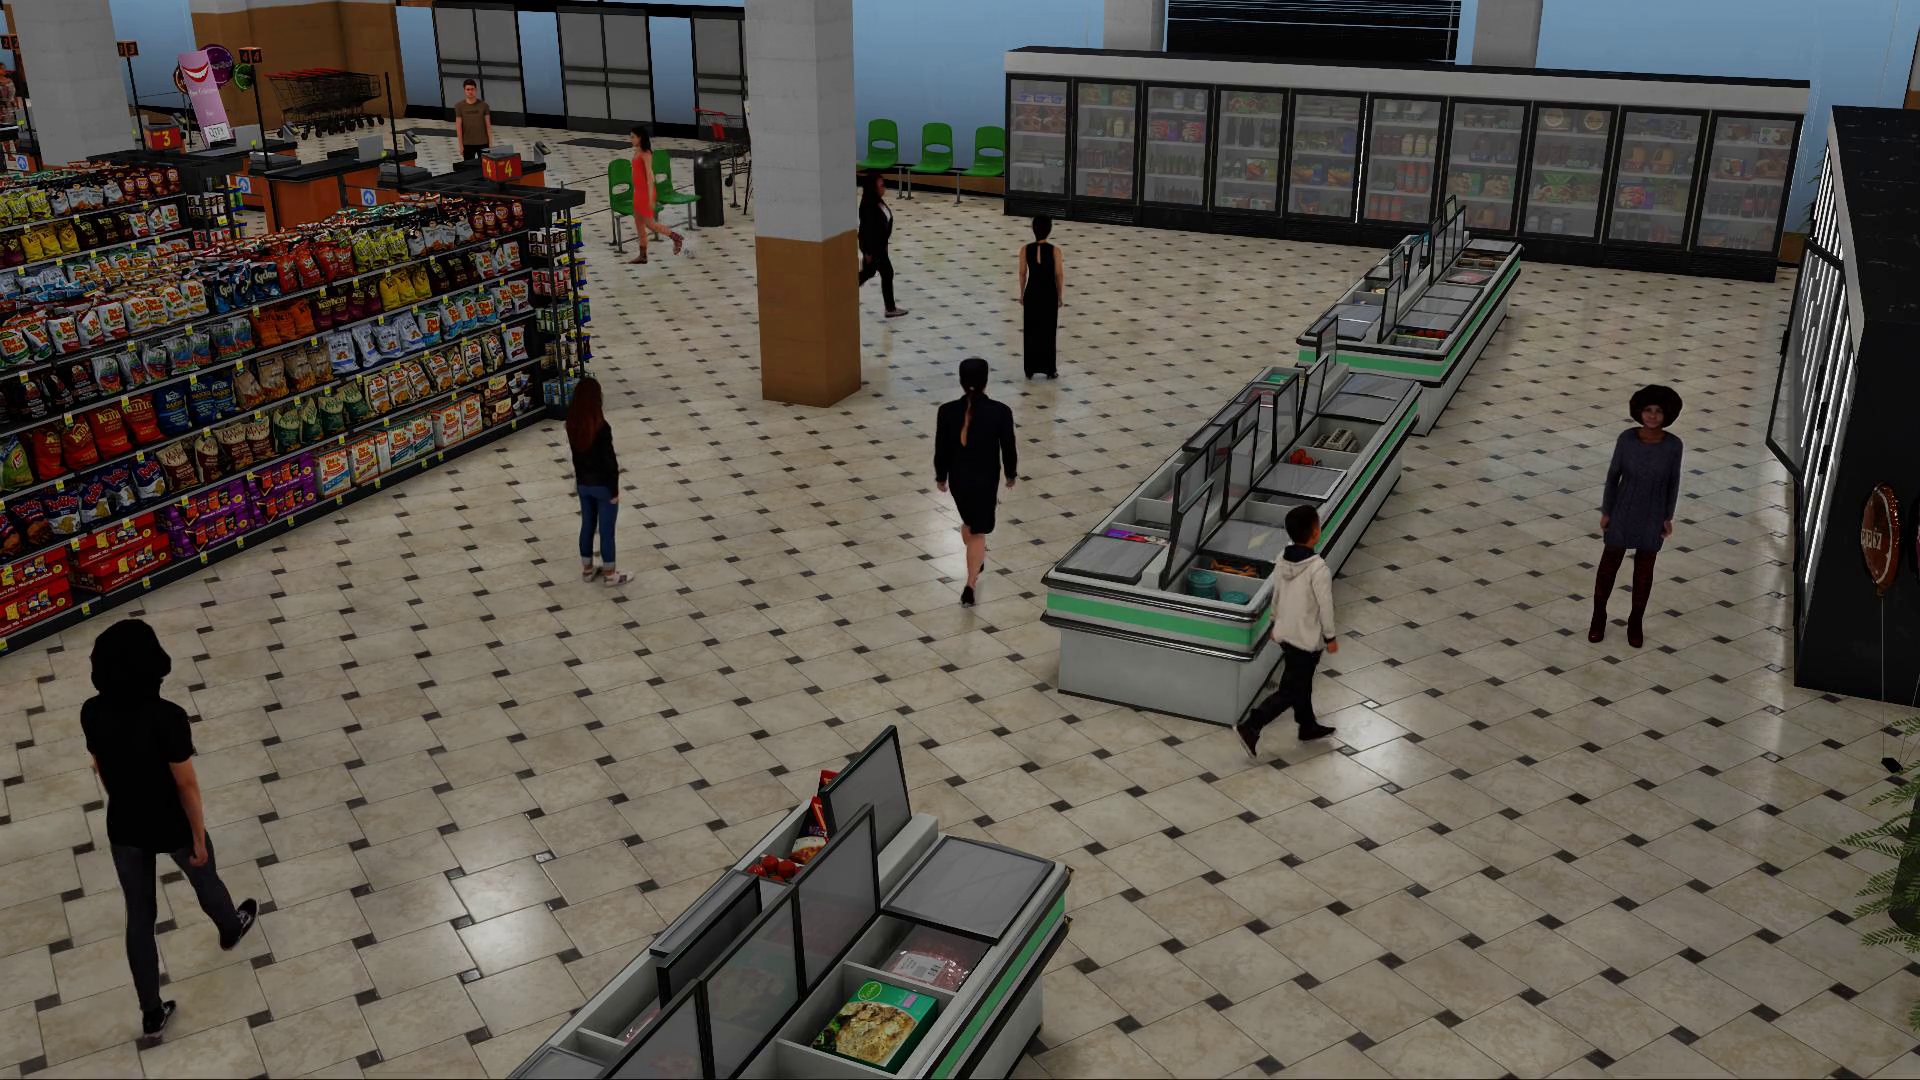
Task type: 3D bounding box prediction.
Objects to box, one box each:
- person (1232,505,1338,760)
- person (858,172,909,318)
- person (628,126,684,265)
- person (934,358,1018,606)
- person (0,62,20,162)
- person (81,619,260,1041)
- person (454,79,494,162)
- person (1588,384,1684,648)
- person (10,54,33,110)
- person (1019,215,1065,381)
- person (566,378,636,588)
[{"bbox_3d":[1.811,0.539,9.167,1.020,1.429,0.953,-7,23,-18],"label":"person"},{"bbox_3d":[-1.033,-3.233,18.337,1.008,1.590,1.097,-1,22,-2],"label":"person"},{"bbox_3d":[-3.878,-4.320,20.893,1.059,1.701,0.911,-13,25,-29],"label":"person"},{"bbox_3d":[0.092,-0.339,11.079,0.869,1.632,1.153,4,22,9],"label":"person"},{"bbox_3d":[-16.366,-7.382,28.592,0.738,1.645,0.507,7,23,16],"label":"person"},{"bbox_3d":[-3.416,1.235,6.941,0.956,1.797,1.216,0,22,1],"label":"person"},{"bbox_3d":[-7.117,-5.819,24.423,0.730,1.852,0.803,-9,24,-21],"label":"person"},{"bbox_3d":[4.278,-0.153,10.511,0.595,1.711,0.534,8,23,19],"label":"person"},{"bbox_3d":[-16.388,-7.666,29.223,0.692,1.701,0.522,5,22,12],"label":"person"},{"bbox_3d":[0.776,-2.344,16.109,0.629,1.603,0.589,5,22,12],"label":"person"},{"bbox_3d":[-2.506,-0.395,11.419,0.583,1.482,0.530,12,25,27],"label":"person"}]
